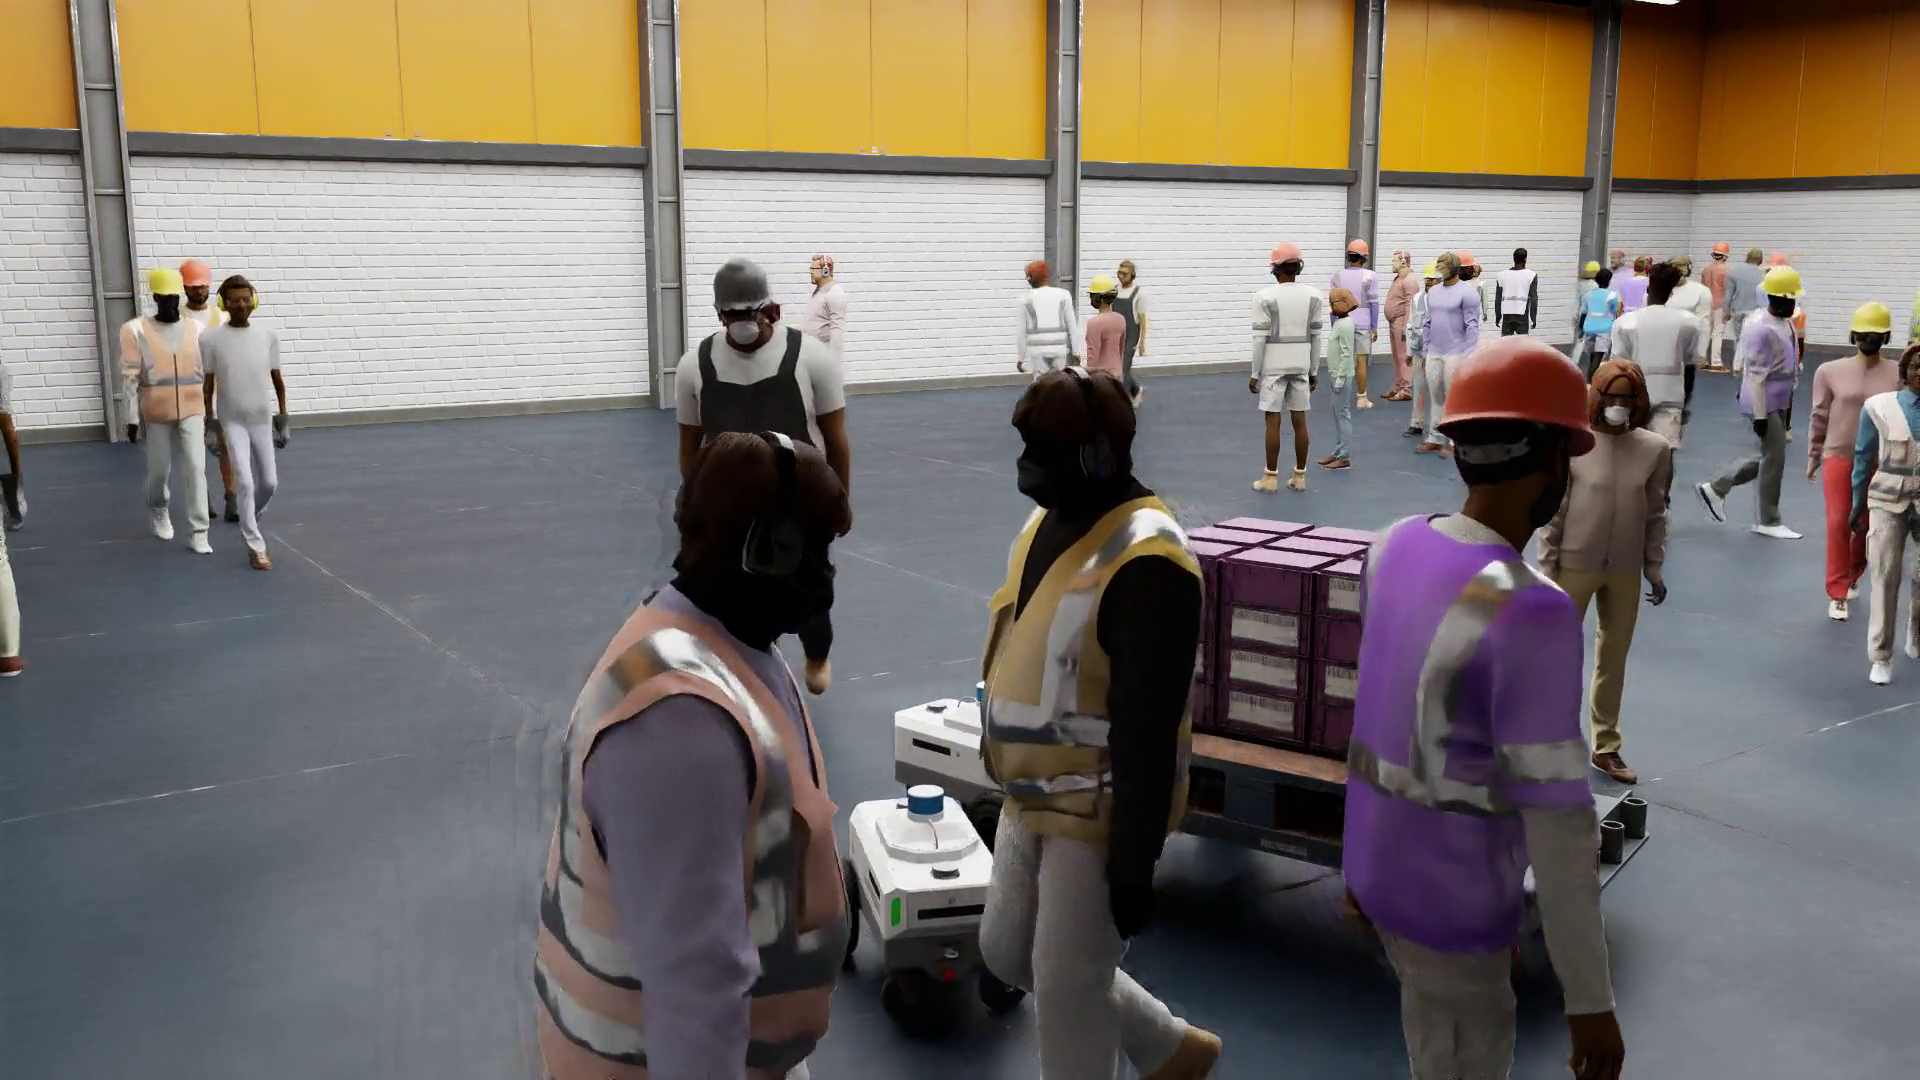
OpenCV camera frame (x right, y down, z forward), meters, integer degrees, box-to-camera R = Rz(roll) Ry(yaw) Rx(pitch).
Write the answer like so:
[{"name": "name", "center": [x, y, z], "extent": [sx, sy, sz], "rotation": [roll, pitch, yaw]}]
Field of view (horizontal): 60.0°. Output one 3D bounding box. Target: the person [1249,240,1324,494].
[{"name": "person", "center": [2.630, -1.394, 13.504], "extent": [0.608, 2.046, 0.368], "rotation": [-3, 11, -14]}]

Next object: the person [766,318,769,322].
[{"name": "person", "center": [-1.475, -1.052, 12.252], "extent": [0.322, 1.834, 0.660], "rotation": [4, 11, 23]}]

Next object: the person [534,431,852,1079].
[{"name": "person", "center": [-0.314, 0.769, 2.311], "extent": [0.744, 1.803, 0.835], "rotation": [0, 10, 2]}]

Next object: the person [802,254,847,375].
[{"name": "person", "center": [-1.324, -1.791, 16.062], "extent": [0.410, 1.909, 0.642], "rotation": [-5, 11, -24]}]

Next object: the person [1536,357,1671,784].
[{"name": "person", "center": [2.431, 0.122, 6.317], "extent": [0.498, 1.633, 0.278], "rotation": [0, 10, -2]}]

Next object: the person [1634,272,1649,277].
[{"name": "person", "center": [9.551, -3.000, 23.435], "extent": [0.501, 1.633, 0.279], "rotation": [5, 12, 27]}]

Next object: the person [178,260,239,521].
[{"name": "person", "center": [-5.483, -1.066, 12.080], "extent": [0.552, 1.901, 0.841], "rotation": [-7, 12, -34]}]

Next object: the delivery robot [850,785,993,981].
[{"name": "delivery robot", "center": [-0.093, 0.925, 4.618], "extent": [0.477, 0.478, 0.707], "rotation": [-2, 11, -12]}]

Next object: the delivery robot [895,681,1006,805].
[{"name": "delivery robot", "center": [0.104, 0.727, 5.706], "extent": [0.707, 0.478, 0.477], "rotation": [10, 14, 43]}]

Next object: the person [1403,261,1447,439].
[{"name": "person", "center": [4.857, -1.947, 17.116], "extent": [0.596, 1.831, 0.403], "rotation": [9, 14, 41]}]

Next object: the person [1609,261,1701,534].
[{"name": "person", "center": [4.826, -0.979, 11.595], "extent": [0.593, 1.923, 0.949], "rotation": [3, 11, 17]}]

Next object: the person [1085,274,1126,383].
[{"name": "person", "center": [1.184, -1.315, 13.833], "extent": [0.315, 1.769, 0.523], "rotation": [8, 13, 36]}]

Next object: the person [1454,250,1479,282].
[{"name": "person", "center": [5.211, -2.057, 17.419], "extent": [0.342, 1.942, 0.552], "rotation": [6, 12, 31]}]

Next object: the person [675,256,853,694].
[{"name": "person", "center": [-0.823, -0.203, 6.986], "extent": [0.733, 2.000, 0.681], "rotation": [1, 10, 4]}]

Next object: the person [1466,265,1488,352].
[{"name": "person", "center": [8.380, -3.687, 27.196], "extent": [0.513, 1.637, 0.309], "rotation": [9, 14, 40]}]

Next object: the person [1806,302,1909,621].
[{"name": "person", "center": [5.024, -0.468, 9.287], "extent": [0.530, 1.732, 0.873], "rotation": [4, 11, 22]}]

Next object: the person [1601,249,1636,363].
[{"name": "person", "center": [10.693, -3.778, 27.042], "extent": [0.857, 1.881, 0.651], "rotation": [-7, 12, -34]}]

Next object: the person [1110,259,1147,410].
[{"name": "person", "center": [1.942, -2.320, 19.188], "extent": [0.525, 1.827, 0.744], "rotation": [9, 14, 40]}]

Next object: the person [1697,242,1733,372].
[{"name": "person", "center": [11.665, -3.584, 25.639], "extent": [0.374, 1.995, 0.622], "rotation": [-3, 11, -16]}]

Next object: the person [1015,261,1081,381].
[{"name": "person", "center": [0.868, -1.853, 16.573], "extent": [0.676, 1.845, 0.402], "rotation": [-2, 11, -12]}]

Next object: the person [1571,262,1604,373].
[{"name": "person", "center": [9.688, -3.406, 25.497], "extent": [0.909, 1.695, 0.492], "rotation": [-4, 11, -20]}]

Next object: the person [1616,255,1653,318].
[{"name": "person", "center": [8.601, -2.682, 21.105], "extent": [0.563, 1.847, 0.389], "rotation": [10, 14, 44]}]

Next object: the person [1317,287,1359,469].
[{"name": "person", "center": [3.409, -1.453, 14.958], "extent": [0.289, 1.632, 0.497], "rotation": [1, 10, 5]}]

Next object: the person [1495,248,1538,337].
[{"name": "person", "center": [7.976, -3.222, 23.870], "extent": [0.596, 1.916, 0.374], "rotation": [7, 13, 35]}]

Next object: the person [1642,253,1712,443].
[{"name": "person", "center": [6.957, -1.835, 16.258], "extent": [0.654, 1.920, 0.479], "rotation": [6, 12, 30]}]

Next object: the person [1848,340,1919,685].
[{"name": "person", "center": [4.545, -0.159, 7.930], "extent": [0.534, 1.616, 0.777], "rotation": [6, 12, 29]}]

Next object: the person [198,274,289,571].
[{"name": "person", "center": [-4.540, -0.755, 10.543], "extent": [0.517, 1.853, 0.694], "rotation": [-8, 13, -36]}]

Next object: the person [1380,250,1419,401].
[{"name": "person", "center": [5.597, -2.727, 21.193], "extent": [0.403, 1.906, 0.651], "rotation": [0, 10, 0]}]

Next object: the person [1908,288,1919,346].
[{"name": "person", "center": [11.462, -2.376, 19.539], "extent": [0.879, 1.812, 0.635], "rotation": [-2, 11, -10]}]

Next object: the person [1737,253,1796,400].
[{"name": "person", "center": [10.193, -2.648, 20.877], "extent": [1.042, 1.876, 0.549], "rotation": [-8, 13, -38]}]

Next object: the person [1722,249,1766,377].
[{"name": "person", "center": [11.815, -3.394, 24.889], "extent": [0.633, 1.882, 1.036], "rotation": [10, 14, 43]}]

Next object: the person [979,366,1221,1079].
[{"name": "person", "center": [0.285, 0.548, 3.444], "extent": [0.551, 1.821, 0.642], "rotation": [-3, 11, -18]}]

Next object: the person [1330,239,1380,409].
[{"name": "person", "center": [4.768, -2.597, 20.106], "extent": [0.606, 2.044, 0.373], "rotation": [6, 12, 31]}]

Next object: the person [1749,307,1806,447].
[{"name": "person", "center": [8.150, -1.778, 16.607], "extent": [0.547, 1.669, 0.701], "rotation": [7, 12, 32]}]

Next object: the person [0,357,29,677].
[{"name": "person", "center": [-4.688, -0.249, 7.796], "extent": [0.558, 1.851, 0.372], "rotation": [-7, 12, -32]}]

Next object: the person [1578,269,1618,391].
[{"name": "person", "center": [8.486, -2.758, 22.050], "extent": [0.874, 1.647, 0.531], "rotation": [-9, 14, -42]}]

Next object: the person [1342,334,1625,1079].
[{"name": "person", "center": [0.913, 0.618, 2.832], "extent": [0.505, 1.909, 0.656], "rotation": [-1, 10, -8]}]

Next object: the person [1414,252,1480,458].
[{"name": "person", "center": [4.616, -1.749, 15.742], "extent": [0.351, 1.936, 0.635], "rotation": [-6, 12, -28]}]

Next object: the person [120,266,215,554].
[{"name": "person", "center": [-5.285, -0.884, 11.140], "extent": [0.596, 1.897, 0.927], "rotation": [-7, 13, -35]}]

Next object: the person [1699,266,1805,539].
[{"name": "person", "center": [5.527, -0.953, 11.531], "extent": [0.656, 1.884, 0.614], "rotation": [10, 14, 42]}]
